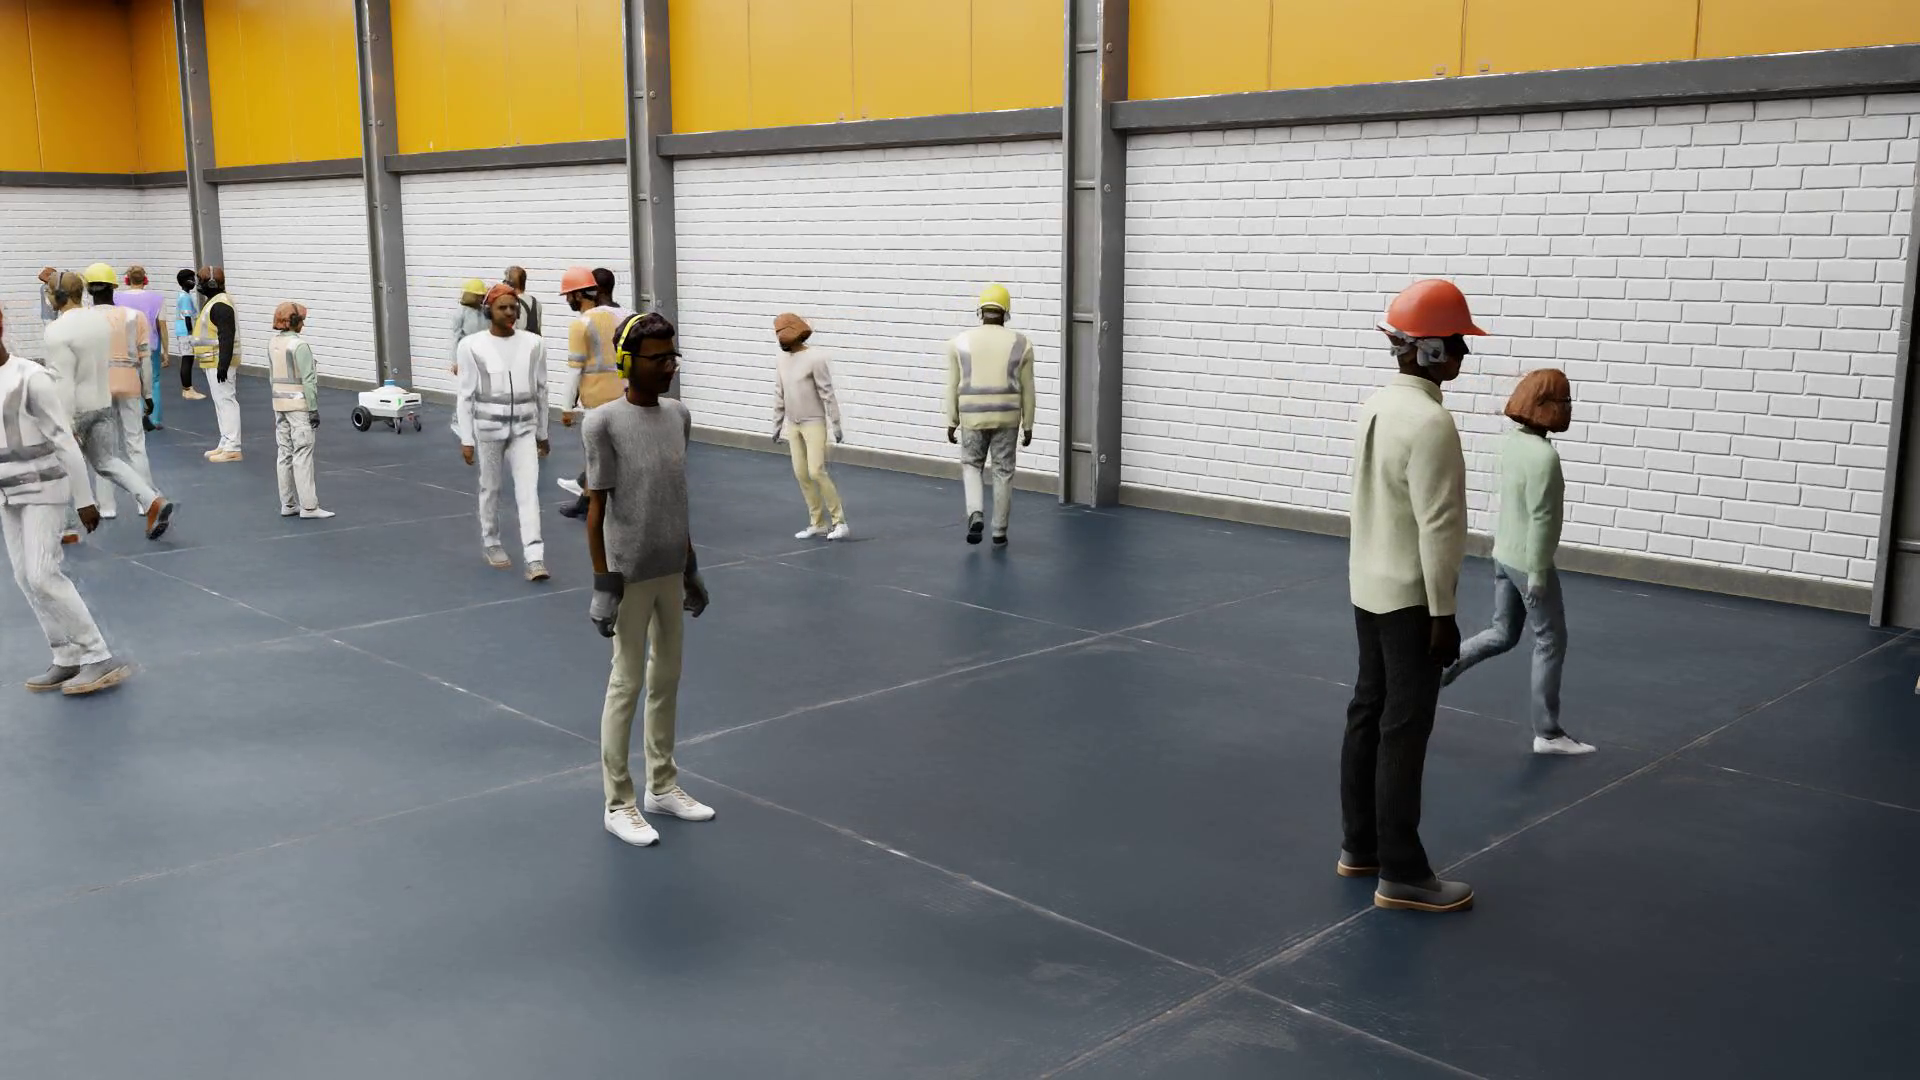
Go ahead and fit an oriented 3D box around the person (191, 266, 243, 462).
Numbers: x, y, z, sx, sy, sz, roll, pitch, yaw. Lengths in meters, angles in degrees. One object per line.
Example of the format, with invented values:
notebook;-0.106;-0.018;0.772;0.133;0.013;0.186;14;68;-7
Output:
person;-7.026;-1.662;15.748;0.429;1.842;0.633;-6;12;-29

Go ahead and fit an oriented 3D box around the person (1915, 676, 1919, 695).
person;4.595;-0.080;7.517;0.319;1.697;0.532;-1;10;-4

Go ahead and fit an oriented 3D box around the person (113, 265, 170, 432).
person;-8.860;-2.053;17.982;0.582;1.813;0.800;-4;11;-23

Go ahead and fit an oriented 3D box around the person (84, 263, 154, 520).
person;-6.401;-1.113;12.543;0.585;1.921;0.383;-6;12;-30

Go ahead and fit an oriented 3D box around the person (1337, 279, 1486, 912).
person;1.440;0.173;5.325;0.386;1.996;0.610;-1;10;-7

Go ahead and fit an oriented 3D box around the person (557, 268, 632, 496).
person;-2.799;-1.208;13.212;1.009;1.866;0.597;2;11;12

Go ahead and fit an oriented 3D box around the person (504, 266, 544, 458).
person;-4.194;-1.698;15.941;0.328;1.842;0.515;5;11;25

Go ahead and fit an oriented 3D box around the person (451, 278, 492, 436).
person;-5.108;-1.901;17.449;0.927;1.692;0.485;7;12;32

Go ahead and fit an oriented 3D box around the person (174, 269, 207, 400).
person;-10.035;-2.669;21.629;0.321;1.699;0.537;-6;12;-28

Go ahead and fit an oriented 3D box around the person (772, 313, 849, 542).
person;-1.090;-0.787;11.633;0.526;1.597;0.416;10;14;44

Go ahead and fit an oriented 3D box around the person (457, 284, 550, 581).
person;-2.849;-0.680;10.429;0.592;1.831;1.010;-6;12;-29

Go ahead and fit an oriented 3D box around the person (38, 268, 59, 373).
person;-14.053;-3.390;25.738;0.287;1.632;0.503;-8;13;-37

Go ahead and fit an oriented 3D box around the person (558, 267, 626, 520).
person;-2.753;-1.034;12.168;0.854;1.895;0.569;3;11;18

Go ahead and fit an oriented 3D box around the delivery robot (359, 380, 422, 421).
delivery robot;-6.214;-1.504;18.141;0.707;0.478;0.477;6;12;31

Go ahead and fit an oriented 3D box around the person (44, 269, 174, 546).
person;-5.932;-0.890;11.366;0.856;1.914;0.633;1;10;8

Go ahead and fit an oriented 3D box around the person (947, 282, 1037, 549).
person;0.216;-0.827;11.265;0.610;1.813;0.445;1;10;4

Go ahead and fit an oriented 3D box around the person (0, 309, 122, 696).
person;-4.315;-0.195;7.703;0.603;1.855;0.462;6;12;30

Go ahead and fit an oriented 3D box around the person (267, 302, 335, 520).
person;-5.007;-0.970;12.535;0.511;1.638;0.307;8;13;36

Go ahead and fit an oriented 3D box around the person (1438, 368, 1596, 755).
person;2.249;0.096;6.815;0.715;1.609;0.504;0;10;1

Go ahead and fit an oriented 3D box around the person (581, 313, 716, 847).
person;-1.097;0.131;5.906;0.312;1.866;0.538;7;12;32
